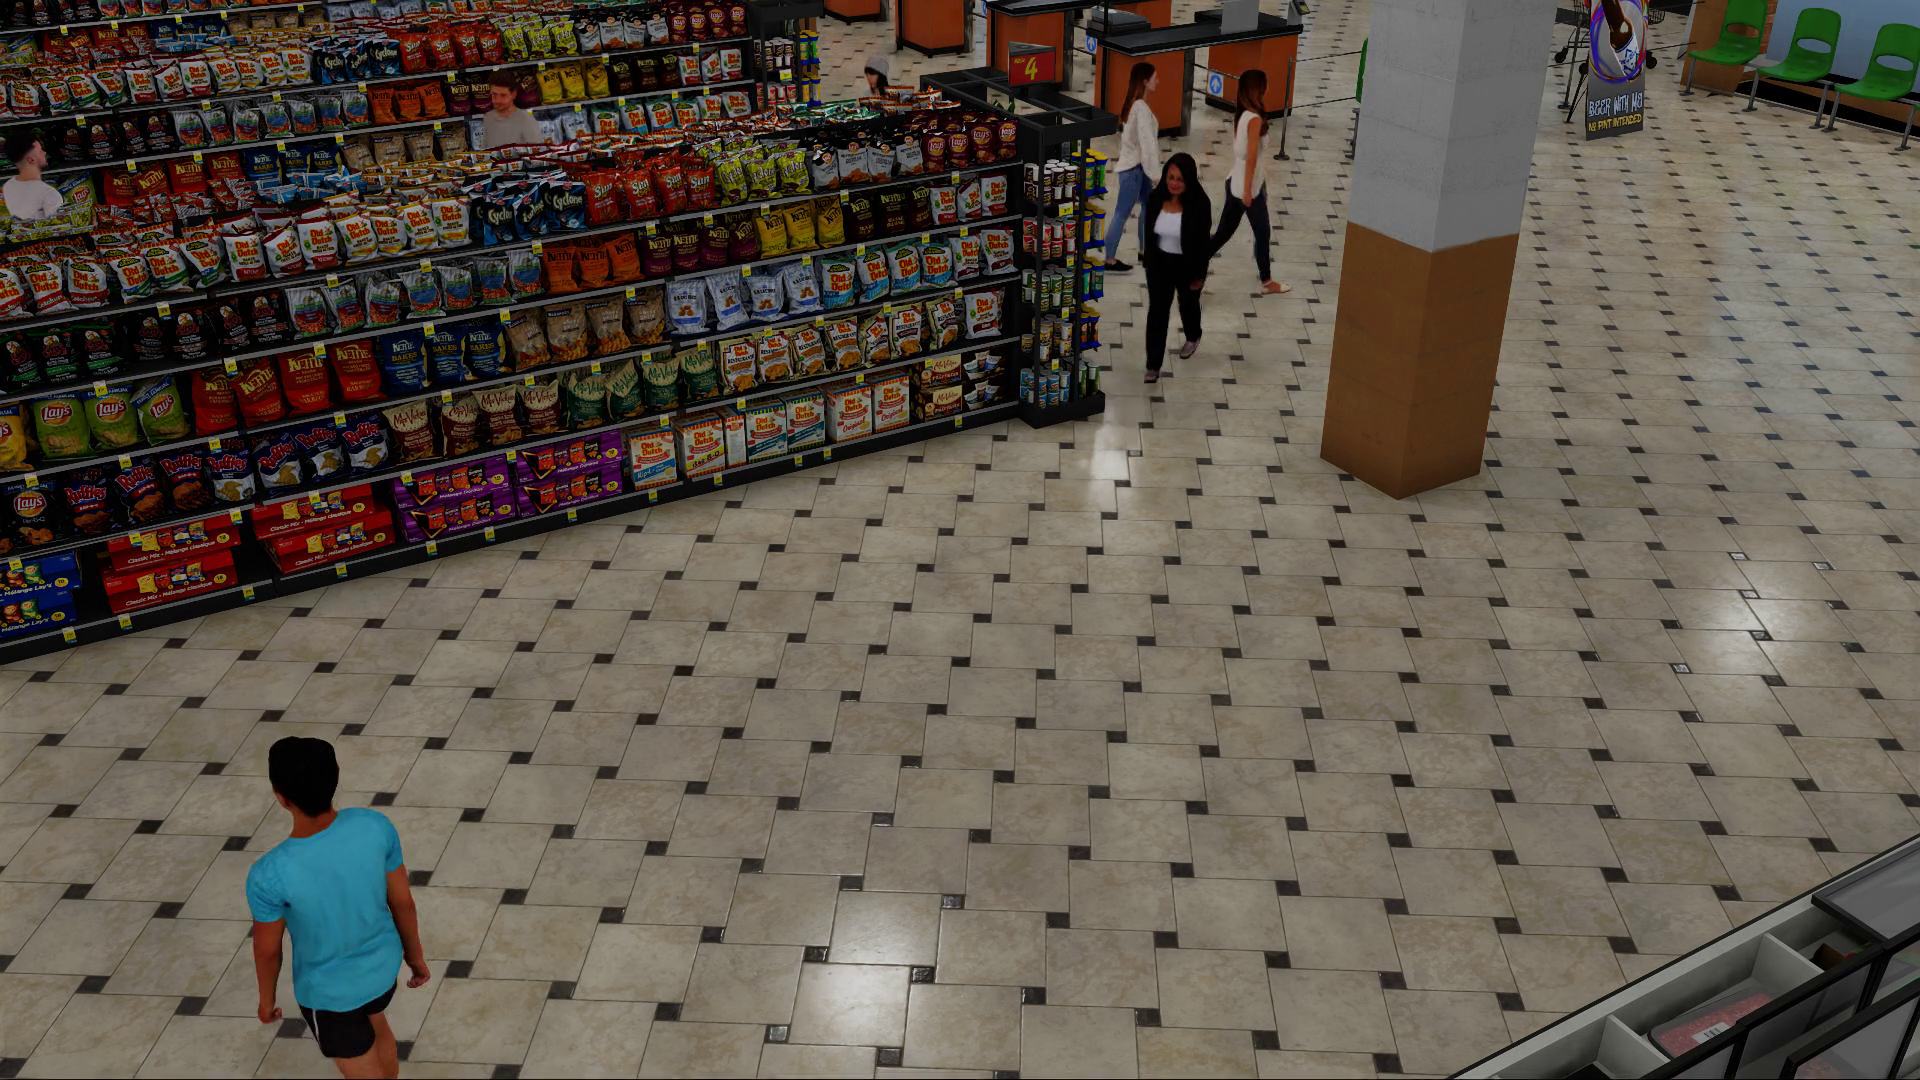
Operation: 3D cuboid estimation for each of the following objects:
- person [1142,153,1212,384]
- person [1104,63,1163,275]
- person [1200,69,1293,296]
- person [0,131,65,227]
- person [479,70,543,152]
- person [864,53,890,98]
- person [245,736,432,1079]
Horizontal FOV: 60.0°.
[{"bbox_3d":[1.515,-1.900,11.437,1.058,1.577,1.159,11,31,20],"label":"person"},{"bbox_3d":[1.295,-2.920,13.205,0.910,1.673,0.833,1,29,2],"label":"person"},{"bbox_3d":[2.074,-2.660,12.653,1.181,1.745,0.871,-4,29,-8],"label":"person"},{"bbox_3d":[-5.951,-1.789,10.958,0.752,1.841,0.760,14,31,23],"label":"person"},{"bbox_3d":[-3.195,-2.542,12.319,1.021,1.858,1.221,18,33,30],"label":"person"},{"bbox_3d":[-0.577,-3.199,13.780,0.974,1.612,1.091,14,32,24],"label":"person"},{"bbox_3d":[-1.847,1.412,5.186,0.860,1.755,0.863,21,35,33],"label":"person"}]
